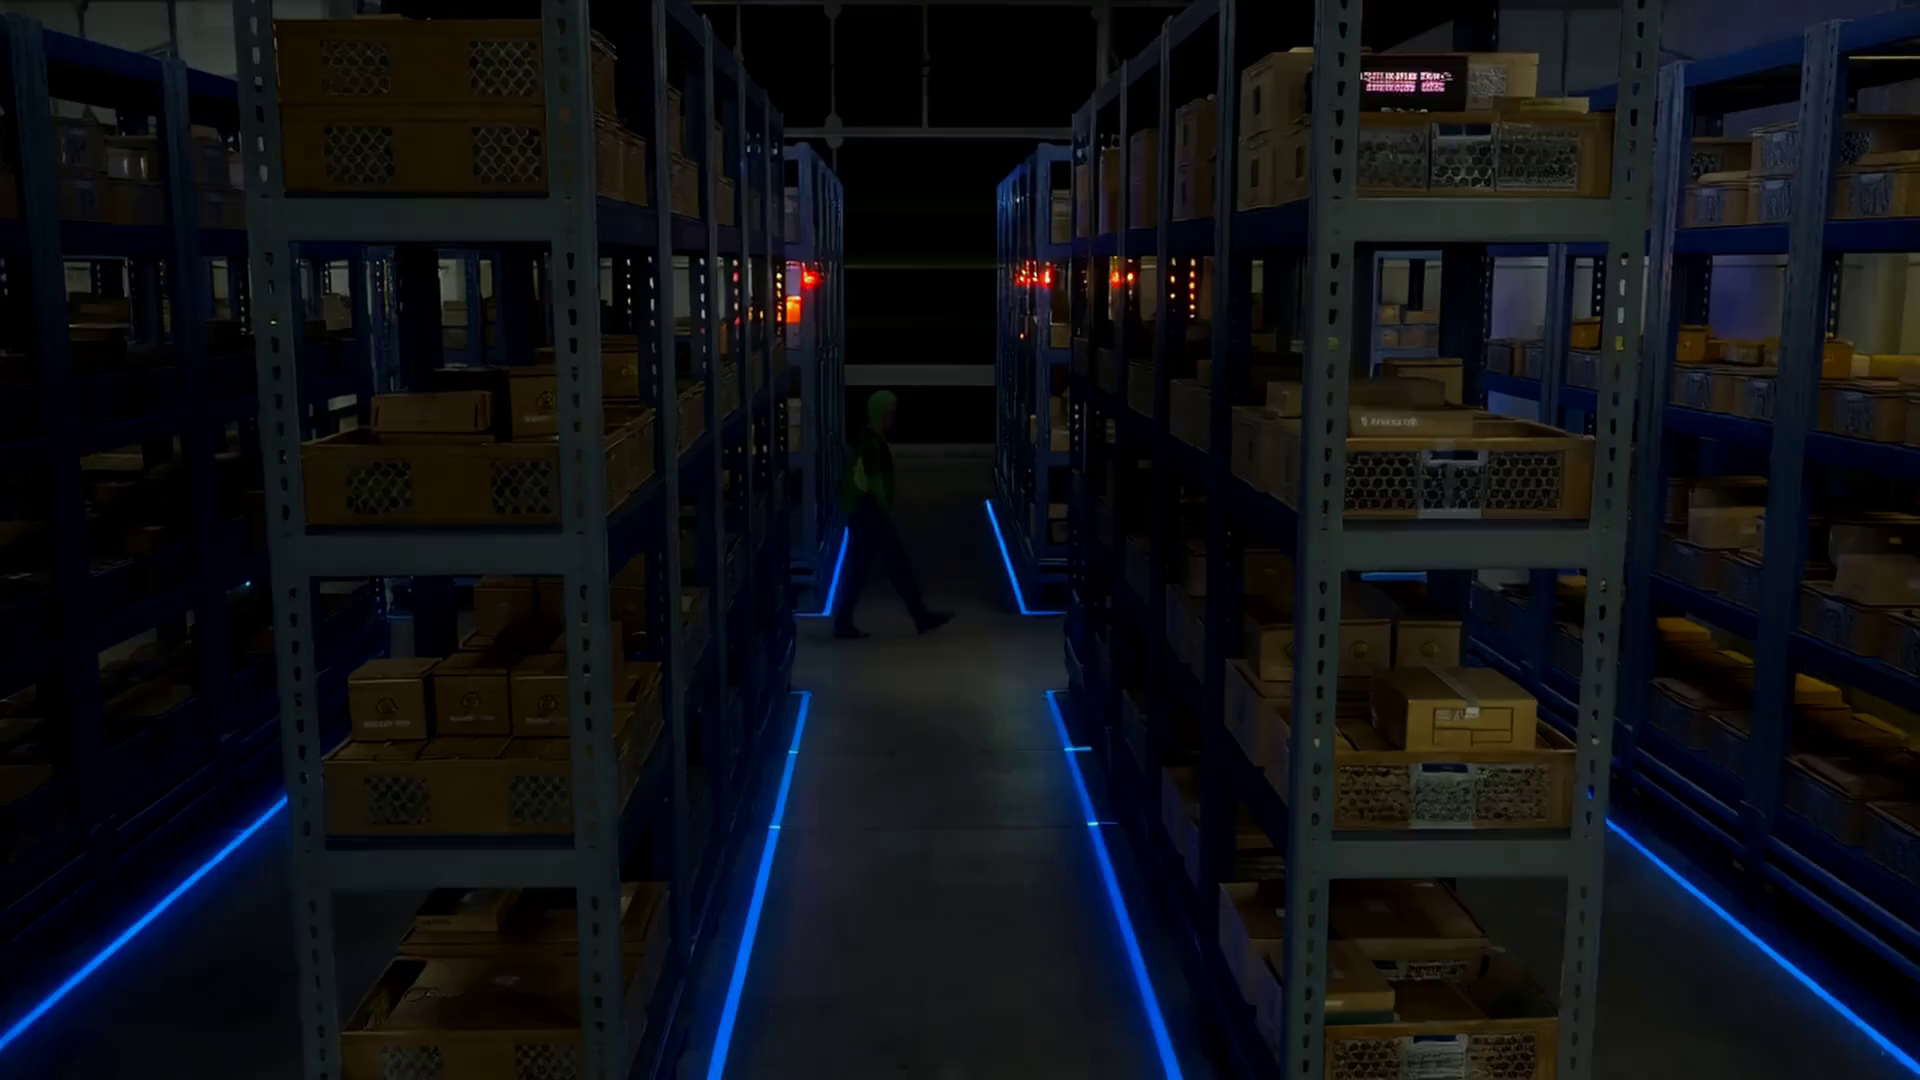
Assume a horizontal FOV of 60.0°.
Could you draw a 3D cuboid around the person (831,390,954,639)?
[{"bbox_3d":[-0.508,-0.171,11.971,0.919,1.798,0.582,1,9,5],"label":"person"}]
